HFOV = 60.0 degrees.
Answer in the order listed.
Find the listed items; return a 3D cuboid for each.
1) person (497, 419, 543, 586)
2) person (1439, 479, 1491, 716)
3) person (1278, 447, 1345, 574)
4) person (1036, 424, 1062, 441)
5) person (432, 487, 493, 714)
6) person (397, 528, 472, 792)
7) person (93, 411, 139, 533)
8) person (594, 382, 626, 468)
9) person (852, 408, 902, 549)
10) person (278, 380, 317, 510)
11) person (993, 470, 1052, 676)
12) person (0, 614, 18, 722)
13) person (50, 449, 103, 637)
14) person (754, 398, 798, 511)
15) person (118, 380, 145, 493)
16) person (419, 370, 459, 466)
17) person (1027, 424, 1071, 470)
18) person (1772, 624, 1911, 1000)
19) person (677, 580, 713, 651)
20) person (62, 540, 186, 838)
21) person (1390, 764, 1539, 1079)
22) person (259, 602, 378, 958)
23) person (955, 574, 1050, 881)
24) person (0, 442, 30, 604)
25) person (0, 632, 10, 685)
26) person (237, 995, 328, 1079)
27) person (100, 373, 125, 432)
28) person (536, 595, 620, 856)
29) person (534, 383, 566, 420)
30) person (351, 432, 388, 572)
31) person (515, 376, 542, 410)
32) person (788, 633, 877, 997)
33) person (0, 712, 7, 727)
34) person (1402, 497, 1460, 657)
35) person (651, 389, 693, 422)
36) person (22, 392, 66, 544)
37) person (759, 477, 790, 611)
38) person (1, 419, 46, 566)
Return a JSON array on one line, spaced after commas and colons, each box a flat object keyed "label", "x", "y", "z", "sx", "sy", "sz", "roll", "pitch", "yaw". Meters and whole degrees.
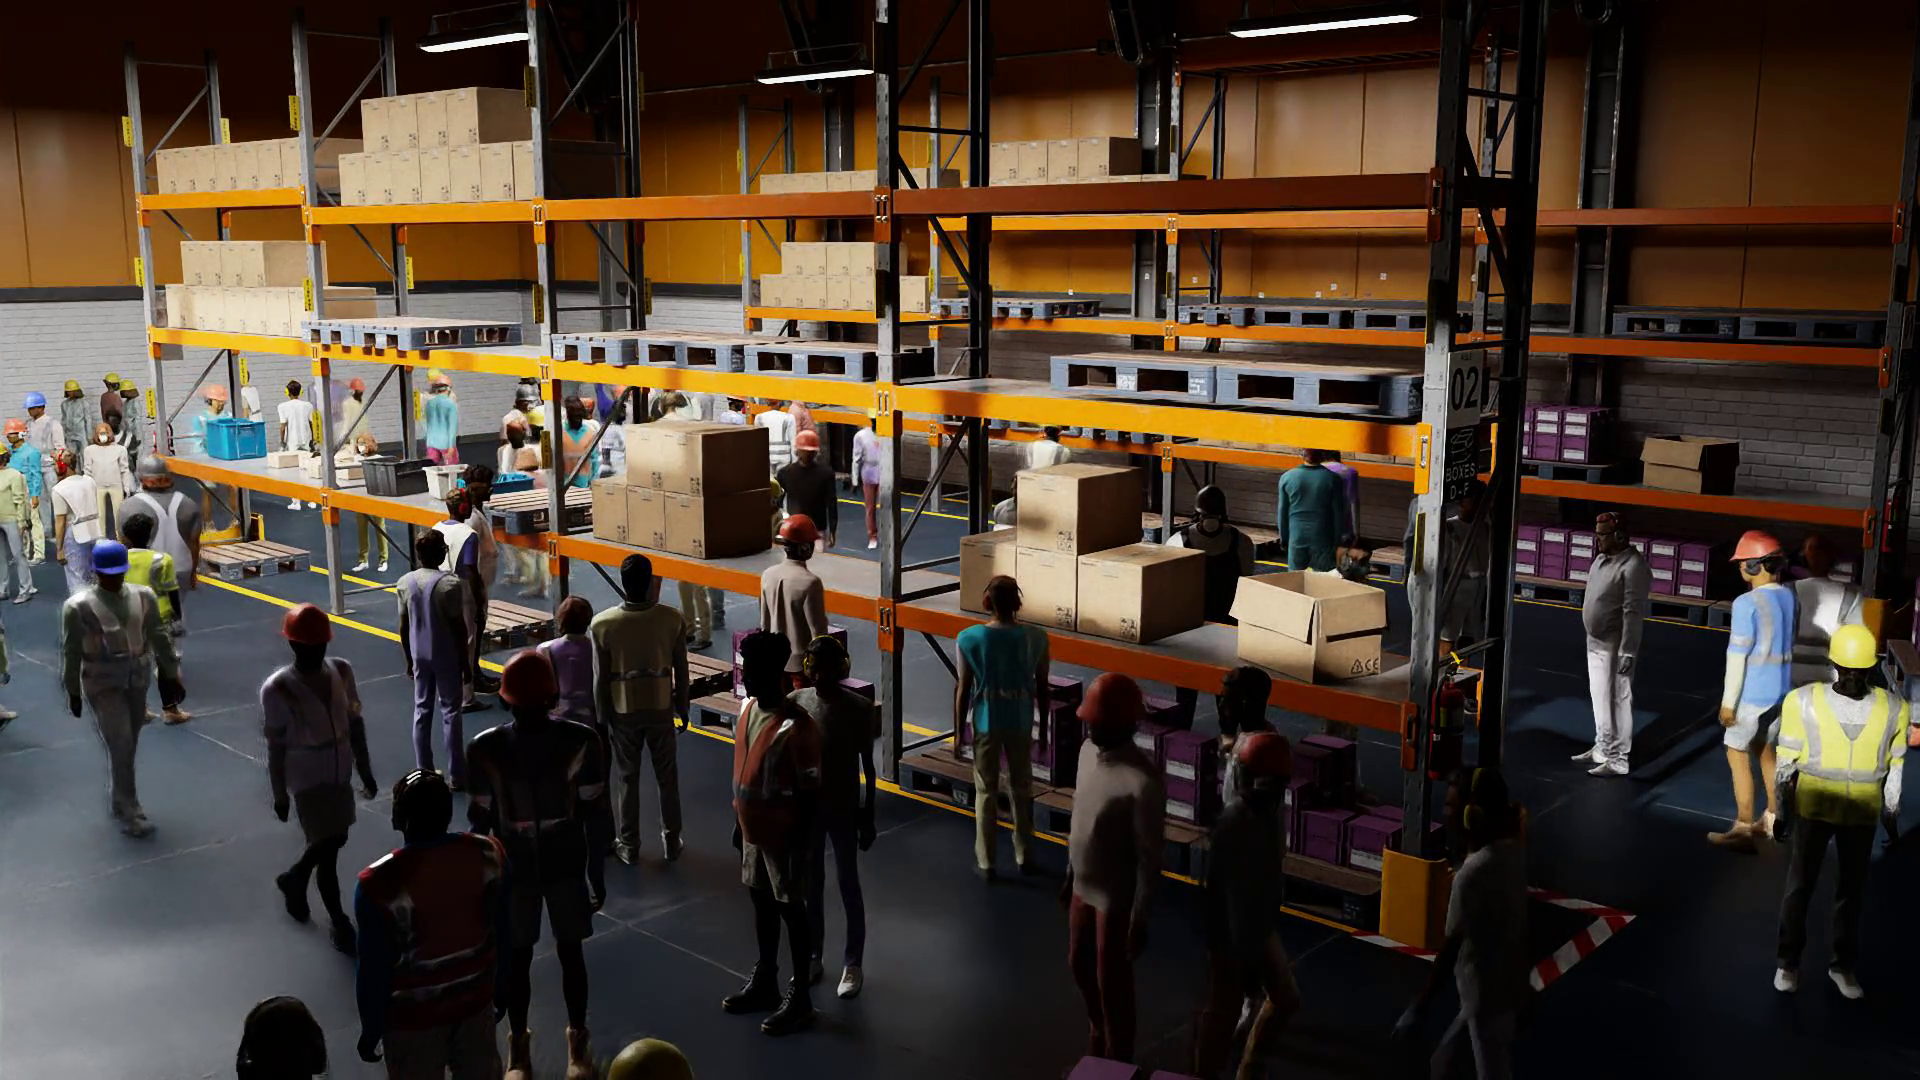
[{"label": "person", "x": -4.946, "y": -0.400, "z": 18.436, "sx": 0.632, "sy": 1.863, "sz": 0.640, "roll": 3, "pitch": 10, "yaw": 15}, {"label": "person", "x": 4.015, "y": 0.464, "z": 13.299, "sx": 0.603, "sy": 1.959, "sz": 0.372, "roll": -6, "pitch": 12, "yaw": -31}, {"label": "person", "x": 3.442, "y": -0.040, "z": 16.295, "sx": 0.643, "sy": 1.910, "sz": 0.400, "roll": 5, "pitch": 11, "yaw": 24}, {"label": "person", "x": 1.057, "y": -0.512, "z": 19.447, "sx": 0.370, "sy": 1.742, "sz": 0.566, "roll": 1, "pitch": 10, "yaw": 5}, {"label": "person", "x": -4.089, "y": 0.489, "z": 13.520, "sx": 0.561, "sy": 1.836, "sz": 0.393, "roll": 8, "pitch": 13, "yaw": 39}, {"label": "person", "x": -3.625, "y": 0.833, "z": 11.535, "sx": 0.504, "sy": 1.847, "sz": 0.345, "roll": 2, "pitch": 10, "yaw": 13}, {"label": "person", "x": -11.011, "y": -0.866, "z": 21.692, "sx": 0.542, "sy": 1.640, "sz": 0.900, "roll": -4, "pitch": 11, "yaw": -20}, {"label": "person", "x": -5.876, "y": -2.228, "z": 28.290, "sx": 0.536, "sy": 2.000, "sz": 0.688, "roll": -9, "pitch": 13, "yaw": -40}, {"label": "person", "x": -1.025, "y": -0.758, "z": 20.462, "sx": 0.615, "sy": 1.871, "sz": 1.013, "roll": -1, "pitch": 10, "yaw": -4}, {"label": "person", "x": -9.522, "y": -1.367, "z": 23.903, "sx": 0.532, "sy": 1.869, "sz": 0.311, "roll": -8, "pitch": 13, "yaw": -40}, {"label": "person", "x": 0.555, "y": 0.331, "z": 14.268, "sx": 0.658, "sy": 1.894, "sz": 0.407, "roll": 6, "pitch": 12, "yaw": 31}, {"label": "person", "x": -7.801, "y": 0.626, "z": 13.138, "sx": 0.537, "sy": 1.690, "sz": 0.322, "roll": 2, "pitch": 10, "yaw": 11}, {"label": "person", "x": -8.539, "y": 0.029, "z": 16.112, "sx": 0.394, "sy": 1.836, "sz": 0.560, "roll": 1, "pitch": 10, "yaw": 7}, {"label": "person", "x": -2.437, "y": -1.057, "z": 22.107, "sx": 0.585, "sy": 1.882, "sz": 0.337, "roll": 1, "pitch": 10, "yaw": 7}, {"label": "person", "x": -12.731, "y": -1.597, "z": 25.585, "sx": 0.485, "sy": 1.737, "sz": 0.321, "roll": 9, "pitch": 13, "yaw": 41}, {"label": "person", "x": -7.999, "y": -1.660, "z": 25.539, "sx": 0.587, "sy": 1.873, "sz": 0.992, "roll": -3, "pitch": 10, "yaw": -16}, {"label": "person", "x": 1.014, "y": -0.514, "z": 19.148, "sx": 0.579, "sy": 1.876, "sz": 1.030, "roll": 5, "pitch": 11, "yaw": 26}, {"label": "person", "x": 4.402, "y": 1.358, "z": 8.337, "sx": 0.594, "sy": 1.924, "sz": 0.382, "roll": 2, "pitch": 10, "yaw": 13}, {"label": "person", "x": -2.542, "y": 0.161, "z": 15.613, "sx": 0.341, "sy": 1.743, "sz": 0.579, "roll": -10, "pitch": 14, "yaw": -43}, {"label": "person", "x": -5.351, "y": 0.939, "z": 10.734, "sx": 0.851, "sy": 1.906, "sz": 0.629, "roll": 6, "pitch": 12, "yaw": 30}, {"label": "person", "x": 1.901, "y": 1.755, "z": 6.355, "sx": 0.880, "sy": 1.836, "sz": 0.517, "roll": 6, "pitch": 12, "yaw": 31}, {"label": "person", "x": -3.500, "y": 1.253, "z": 8.975, "sx": 0.870, "sy": 1.914, "sz": 0.544, "roll": 6, "pitch": 12, "yaw": 30}, {"label": "person", "x": 0.259, "y": 1.121, "z": 9.923, "sx": 0.570, "sy": 1.844, "sz": 0.378, "roll": -1, "pitch": 10, "yaw": -8}, {"label": "person", "x": -10.127, "y": -0.192, "z": 17.589, "sx": 0.523, "sy": 1.760, "sz": 0.335, "roll": 2, "pitch": 10, "yaw": 9}, {"label": "person", "x": -6.895, "y": 0.949, "z": 11.524, "sx": 0.538, "sy": 1.611, "sz": 0.572, "roll": -7, "pitch": 12, "yaw": -34}, {"label": "person", "x": -1.723, "y": 2.120, "z": 4.348, "sx": 0.569, "sy": 1.813, "sz": 0.577, "roll": -8, "pitch": 13, "yaw": -37}, {"label": "person", "x": -13.487, "y": -1.786, "z": 26.569, "sx": 0.531, "sy": 1.767, "sz": 0.313, "roll": 6, "pitch": 12, "yaw": 32}, {"label": "person", "x": -2.352, "y": 1.158, "z": 10.286, "sx": 0.523, "sy": 1.636, "sz": 0.310, "roll": -1, "pitch": 10, "yaw": -6}, {"label": "person", "x": -5.583, "y": -1.184, "z": 22.593, "sx": 0.611, "sy": 1.966, "sz": 0.362, "roll": -4, "pitch": 11, "yaw": -23}, {"label": "person", "x": -6.872, "y": -0.441, "z": 19.335, "sx": 0.497, "sy": 1.633, "sz": 0.283, "roll": 1, "pitch": 10, "yaw": 5}, {"label": "person", "x": -7.287, "y": -2.057, "z": 28.200, "sx": 0.494, "sy": 1.730, "sz": 0.324, "roll": 0, "pitch": 10, "yaw": -3}, {"label": "person", "x": -0.670, "y": 1.379, "z": 8.421, "sx": 0.509, "sy": 1.860, "sz": 0.333, "roll": 3, "pitch": 11, "yaw": 19}, {"label": "person", "x": -7.531, "y": 0.696, "z": 12.369, "sx": 0.456, "sy": 1.825, "sz": 0.561, "roll": 0, "pitch": 10, "yaw": -1}, {"label": "person", "x": 4.052, "y": 0.307, "z": 14.252, "sx": 0.372, "sy": 1.939, "sz": 0.631, "roll": -8, "pitch": 13, "yaw": -36}, {"label": "person", "x": -3.978, "y": -1.372, "z": 23.450, "sx": 0.535, "sy": 2.000, "sz": 0.686, "roll": 8, "pitch": 13, "yaw": 37}, {"label": "person", "x": -11.651, "y": -0.917, "z": 21.146, "sx": 0.615, "sy": 1.943, "sz": 0.409, "roll": 4, "pitch": 11, "yaw": 19}, {"label": "person", "x": -1.619, "y": 0.352, "z": 14.326, "sx": 0.403, "sy": 1.824, "sz": 0.596, "roll": -6, "pitch": 12, "yaw": -29}, {"label": "person", "x": -11.119, "y": -0.566, "z": 19.703, "sx": 0.563, "sy": 1.752, "sz": 0.326, "roll": 4, "pitch": 11, "yaw": 21}]
